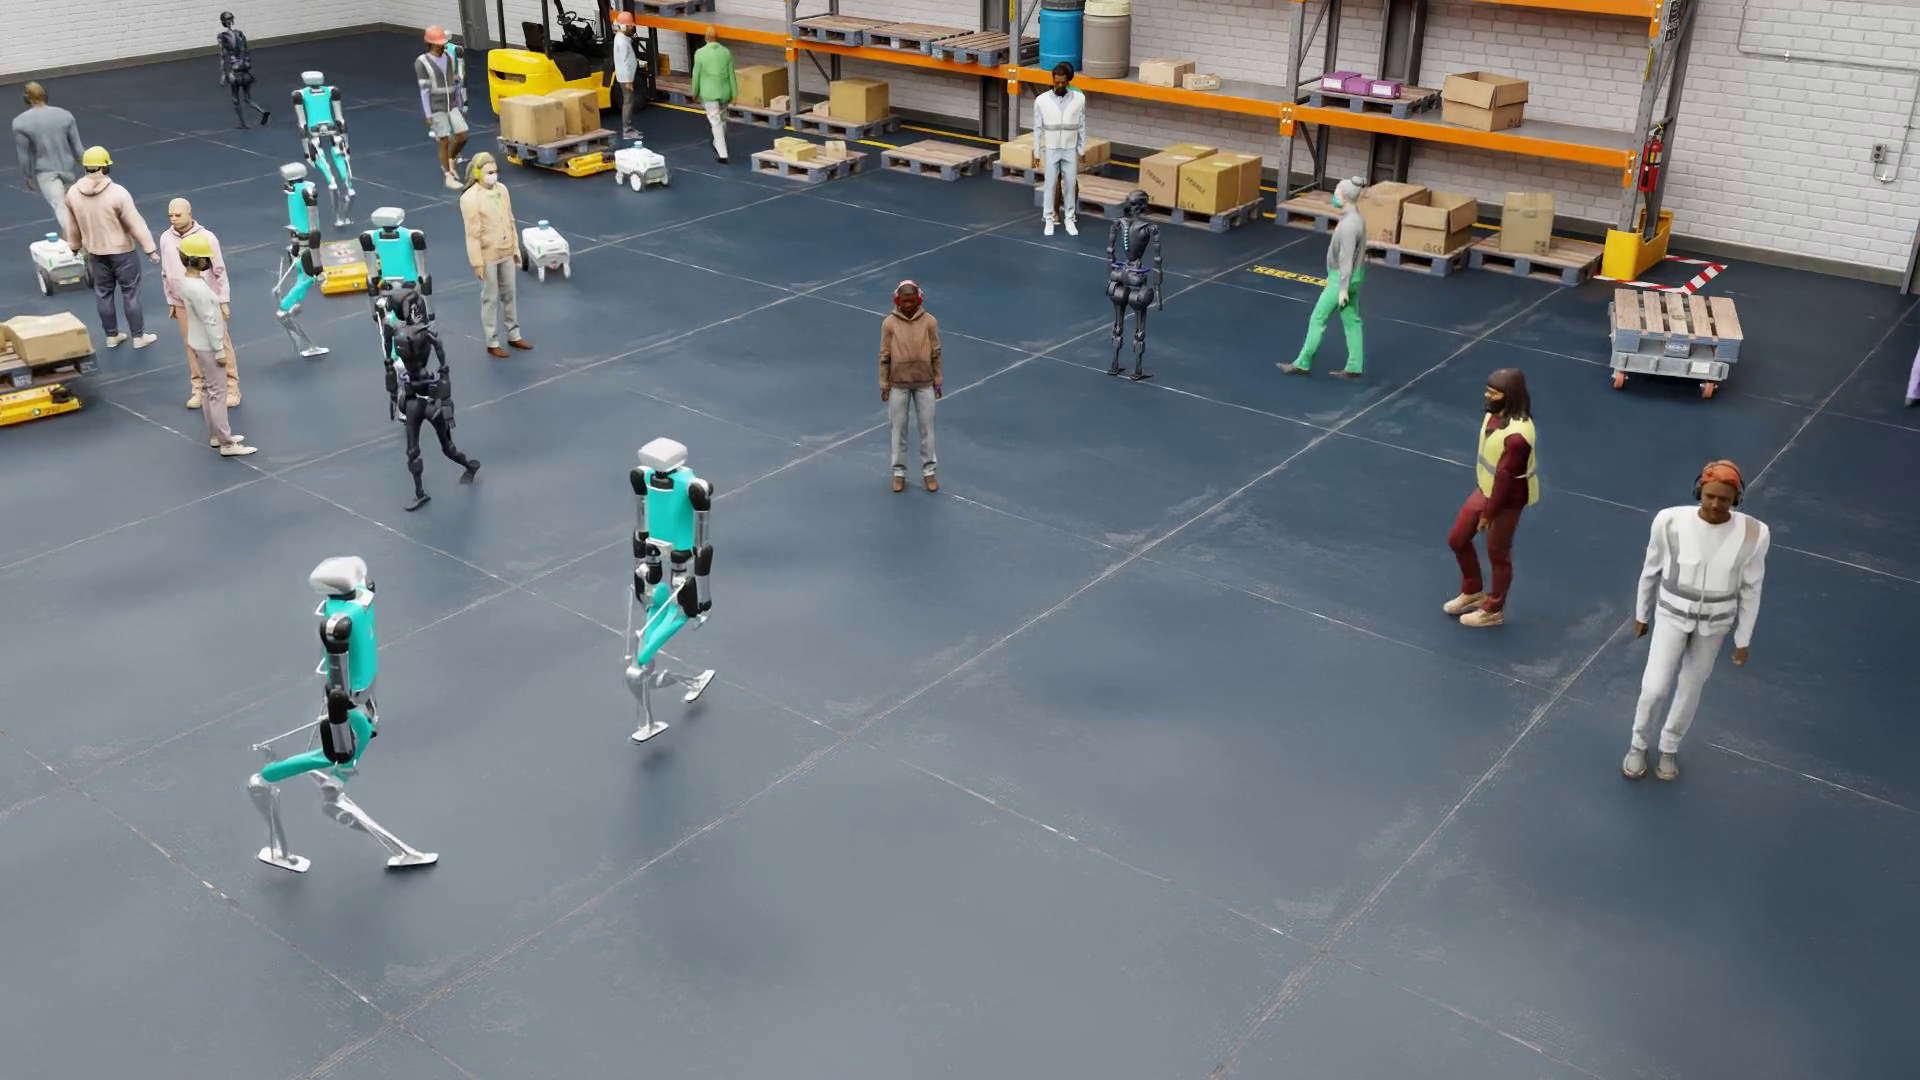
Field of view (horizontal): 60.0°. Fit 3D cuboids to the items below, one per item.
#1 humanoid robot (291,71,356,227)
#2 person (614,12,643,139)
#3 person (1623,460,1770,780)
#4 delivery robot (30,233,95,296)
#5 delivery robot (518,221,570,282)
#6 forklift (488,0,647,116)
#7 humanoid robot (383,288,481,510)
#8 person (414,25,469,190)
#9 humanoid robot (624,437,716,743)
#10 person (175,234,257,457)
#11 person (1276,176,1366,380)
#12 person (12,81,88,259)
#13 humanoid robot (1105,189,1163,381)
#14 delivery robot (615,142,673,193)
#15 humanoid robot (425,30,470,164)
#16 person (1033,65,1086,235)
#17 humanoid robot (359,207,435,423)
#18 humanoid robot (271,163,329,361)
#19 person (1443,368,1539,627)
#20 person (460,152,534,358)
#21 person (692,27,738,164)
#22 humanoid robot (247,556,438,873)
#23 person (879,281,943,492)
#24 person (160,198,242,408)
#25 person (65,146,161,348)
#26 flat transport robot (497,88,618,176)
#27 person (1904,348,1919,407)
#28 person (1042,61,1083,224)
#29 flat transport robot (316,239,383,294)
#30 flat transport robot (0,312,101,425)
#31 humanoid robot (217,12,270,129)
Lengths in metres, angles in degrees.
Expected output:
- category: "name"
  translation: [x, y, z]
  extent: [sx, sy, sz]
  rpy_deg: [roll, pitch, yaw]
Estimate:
- category: "humanoid robot"
  translation: [-7.190, -4.412, 19.019]
  extent: [0.539, 1.762, 0.834]
  rpy_deg: [-16, 30, -29]
- category: "person"
  translation: [-4.670, -6.540, 23.423]
  extent: [0.351, 1.737, 0.574]
  rpy_deg: [-4, 26, -9]
- category: "person"
  translation: [3.871, 0.465, 8.776]
  extent: [0.577, 1.867, 0.523]
  rpy_deg: [8, 27, 16]
- category: "delivery robot"
  translation: [-9.297, -2.850, 17.167]
  extent: [0.499, 0.614, 0.812]
  rpy_deg: [-21, 33, -36]
- category: "delivery robot"
  translation: [-4.382, -3.078, 17.606]
  extent: [0.499, 0.586, 0.764]
  rpy_deg: [-12, 28, -24]
- category: "forklift"
  translation: [-5.874, -7.334, 24.552]
  extent: [1.214, 2.155, 2.313]
  rpy_deg: [19, 32, 34]
- category: "humanoid robot"
  translation: [-3.904, -1.067, 12.219]
  extent: [0.588, 1.655, 0.720]
  rpy_deg: [9, 27, 19]
- category: "person"
  translation: [-6.412, -5.376, 20.697]
  extent: [0.432, 2.026, 0.606]
  rpy_deg: [20, 32, 36]
- category: "humanoid robot"
  translation: [-1.706, 0.355, 9.171]
  extent: [0.535, 1.750, 1.010]
  rpy_deg: [15, 30, 28]
- category: "person"
  translation: [-5.849, -1.519, 13.002]
  extent: [0.318, 1.762, 0.521]
  rpy_deg: [-18, 31, -32]
- category: "person"
  translation: [3.227, -2.287, 14.550]
  extent: [0.836, 1.790, 0.564]
  rpy_deg: [11, 28, 22]
- category: "person"
  translation: [-9.806, -4.005, 18.020]
  extent: [1.042, 1.882, 0.633]
  rpy_deg: [23, 34, 38]
- category: "humanoid robot"
  translation: [1.508, -2.249, 14.592]
  extent: [0.599, 1.657, 0.315]
  rpy_deg: [20, 32, 36]
- category: "delivery robot"
  translation: [-4.027, -4.714, 21.025]
  extent: [0.499, 0.613, 0.816]
  rpy_deg: [-23, 34, -39]
- category: "humanoid robot"
  translation: [-6.712, -5.700, 21.534]
  extent: [0.533, 1.677, 0.735]
  rpy_deg: [6, 26, 13]
- category: "person"
  translation: [1.124, -4.412, 18.828]
  extent: [0.601, 1.906, 0.414]
  rpy_deg: [-3, 26, -7]
- category: "humanoid robot"
  translation: [-4.619, -1.758, 13.566]
  extent: [0.532, 1.771, 1.003]
  rpy_deg: [0, 26, -1]
- category: "humanoid robot"
  translation: [-6.034, -2.393, 14.980]
  extent: [0.706, 1.912, 0.565]
  rpy_deg: [-21, 33, -37]
- category: "person"
  translation: [3.308, -0.241, 10.359]
  extent: [0.499, 1.753, 0.473]
  rpy_deg: [-5, 26, -10]
- category: "person"
  translation: [-4.244, -2.587, 15.100]
  extent: [0.416, 1.867, 0.565]
  rpy_deg: [14, 29, 27]
- category: "person"
  translation: [-3.291, -5.966, 22.250]
  extent: [0.545, 1.728, 0.963]
  rpy_deg: [-14, 29, -27]
- category: "humanoid robot"
  translation: [-3.196, 0.914, 8.054]
  extent: [0.984, 1.773, 0.530]
  rpy_deg: [-2, 26, -3]
- category: "person"
  translation: [-0.367, -1.150, 12.370]
  extent: [0.474, 1.642, 0.336]
  rpy_deg: [-2, 26, -5]
- category: "person"
  translation: [-6.374, -1.990, 13.948]
  extent: [0.524, 1.784, 0.403]
  rpy_deg: [-1, 26, -2]
- category: "person"
  translation: [-7.798, -2.666, 15.271]
  extent: [0.819, 1.855, 0.434]
  rpy_deg: [1, 26, 2]
- category: "flat transport robot"
  translation: [-5.292, -5.059, 22.048]
  extent: [1.431, 0.231, 0.659]
  rpy_deg: [18, 31, 33]
- category: "person"
  translation: [8.442, -2.011, 13.983]
  extent: [0.962, 1.790, 0.592]
  rpy_deg: [-15, 30, -28]
- category: "person"
  translation: [1.207, -4.586, 19.251]
  extent: [0.493, 1.850, 0.397]
  rpy_deg: [-13, 29, -25]
- category: "flat transport robot"
  translation: [-6.502, -2.915, 17.607]
  extent: [0.659, 0.231, 1.431]
  rpy_deg: [-12, 28, -23]
- category: "flat transport robot"
  translation: [-8.147, -1.323, 14.311]
  extent: [0.659, 0.231, 1.431]
  rpy_deg: [-20, 32, -36]
- category: "humanoid robot"
  translation: [-10.344, -6.738, 23.924]
  extent: [0.540, 1.641, 0.609]
  rpy_deg: [9, 27, 18]
